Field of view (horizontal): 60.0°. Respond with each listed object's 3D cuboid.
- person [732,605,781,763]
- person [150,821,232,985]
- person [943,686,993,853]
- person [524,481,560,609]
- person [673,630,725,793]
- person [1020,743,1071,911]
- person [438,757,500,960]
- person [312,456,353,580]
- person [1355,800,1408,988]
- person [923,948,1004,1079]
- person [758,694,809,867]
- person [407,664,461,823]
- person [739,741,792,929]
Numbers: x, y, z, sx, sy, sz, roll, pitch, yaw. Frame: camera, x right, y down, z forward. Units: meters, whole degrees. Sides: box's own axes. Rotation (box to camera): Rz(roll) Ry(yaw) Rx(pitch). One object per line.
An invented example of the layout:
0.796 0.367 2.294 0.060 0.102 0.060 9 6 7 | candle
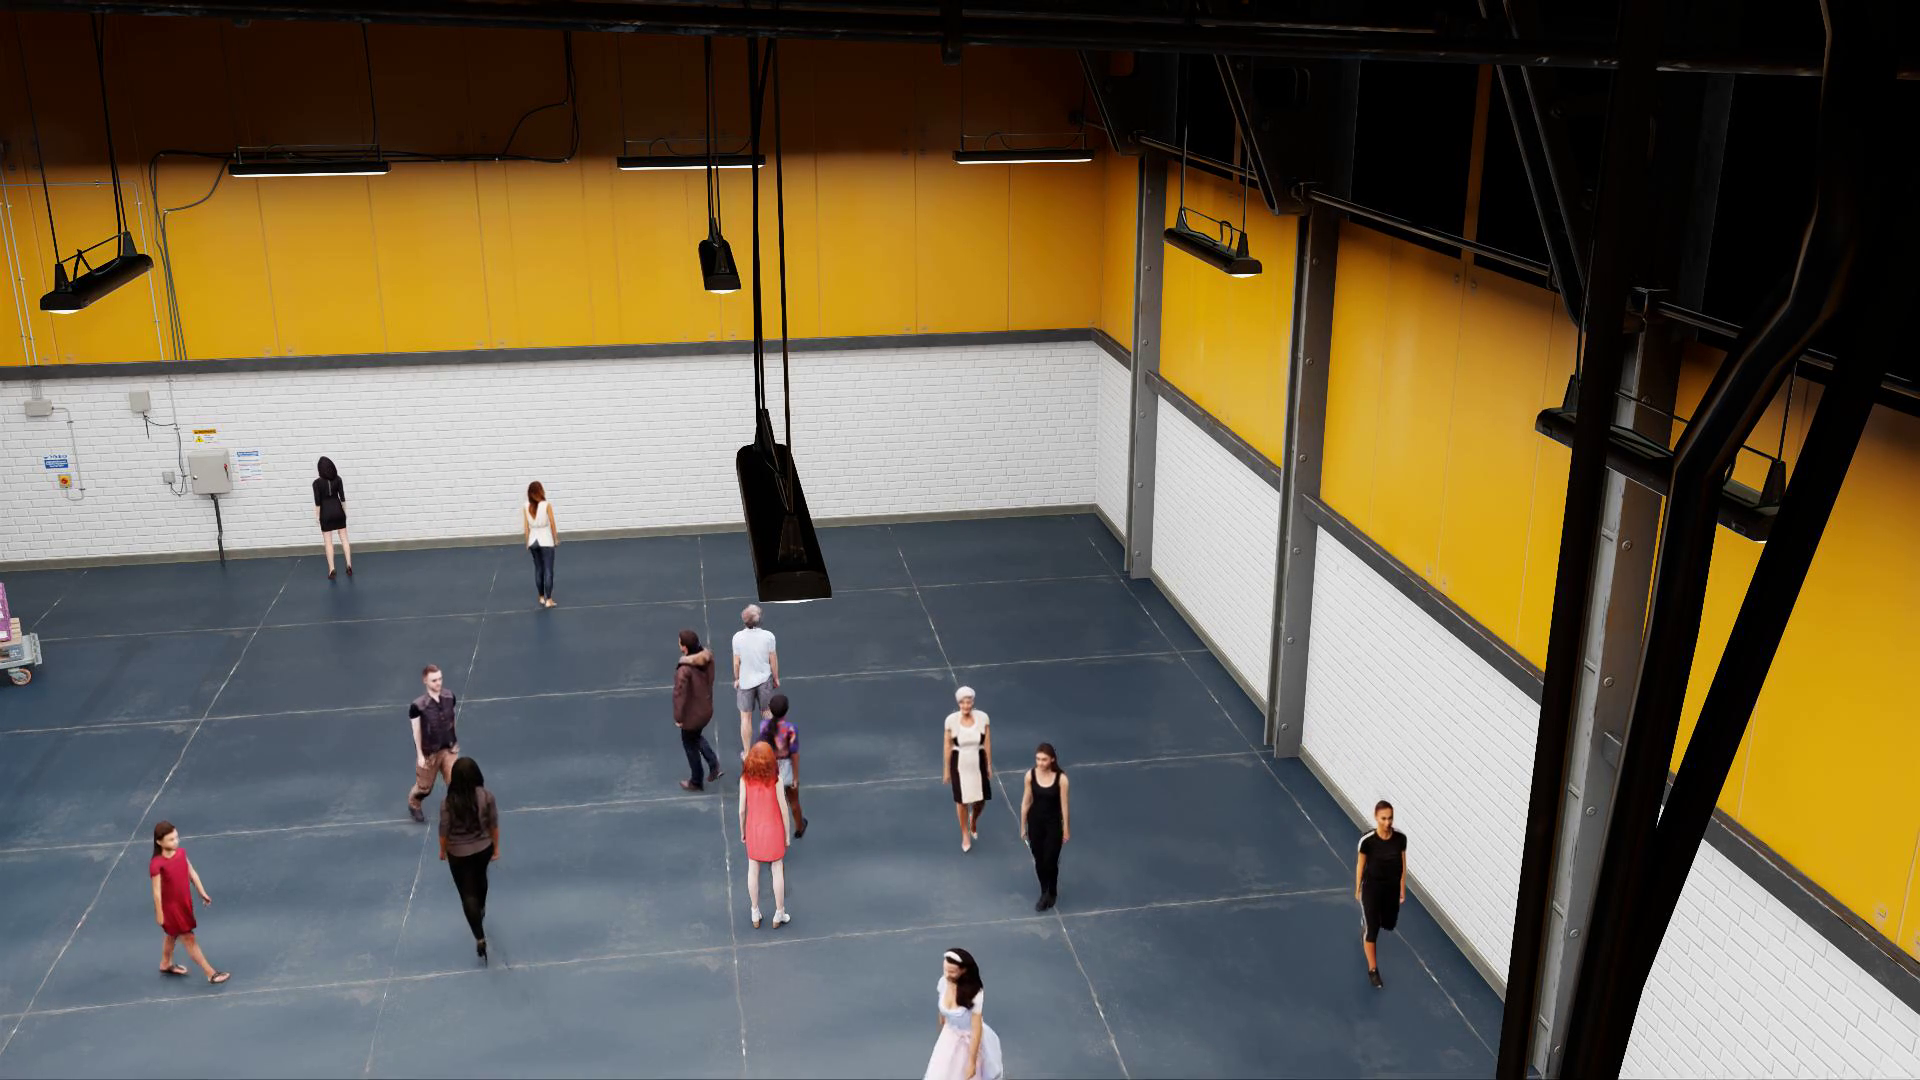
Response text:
-2.261 1.581 18.355 0.674 1.832 0.570 -2 19 -5 | person
-6.812 3.112 14.305 0.895 1.515 1.023 5 19 14 | person
0.086 2.240 16.539 0.690 1.741 0.719 -1 19 -2 | person
-5.787 0.050 22.949 0.698 1.802 0.758 3 19 10 | person
-2.740 1.826 17.617 0.973 1.839 0.886 8 20 23 | person
0.831 2.635 15.464 0.729 1.679 0.766 8 20 22 | person
-4.302 2.834 14.688 0.927 1.797 1.211 -11 21 -28 | person
-9.085 -0.328 24.063 0.660 1.807 0.646 -13 23 -35 | person
3.629 2.991 14.443 0.606 1.657 0.916 -2 19 -6 | person
0.083 3.717 12.119 1.135 1.764 1.228 12 22 32 | person
-1.796 2.364 16.235 0.838 1.701 1.120 3 19 8 | person
-5.344 2.113 16.821 1.083 1.803 1.251 -17 25 -41 | person
-1.780 2.676 15.112 0.662 1.826 0.622 3 19 8 | person
